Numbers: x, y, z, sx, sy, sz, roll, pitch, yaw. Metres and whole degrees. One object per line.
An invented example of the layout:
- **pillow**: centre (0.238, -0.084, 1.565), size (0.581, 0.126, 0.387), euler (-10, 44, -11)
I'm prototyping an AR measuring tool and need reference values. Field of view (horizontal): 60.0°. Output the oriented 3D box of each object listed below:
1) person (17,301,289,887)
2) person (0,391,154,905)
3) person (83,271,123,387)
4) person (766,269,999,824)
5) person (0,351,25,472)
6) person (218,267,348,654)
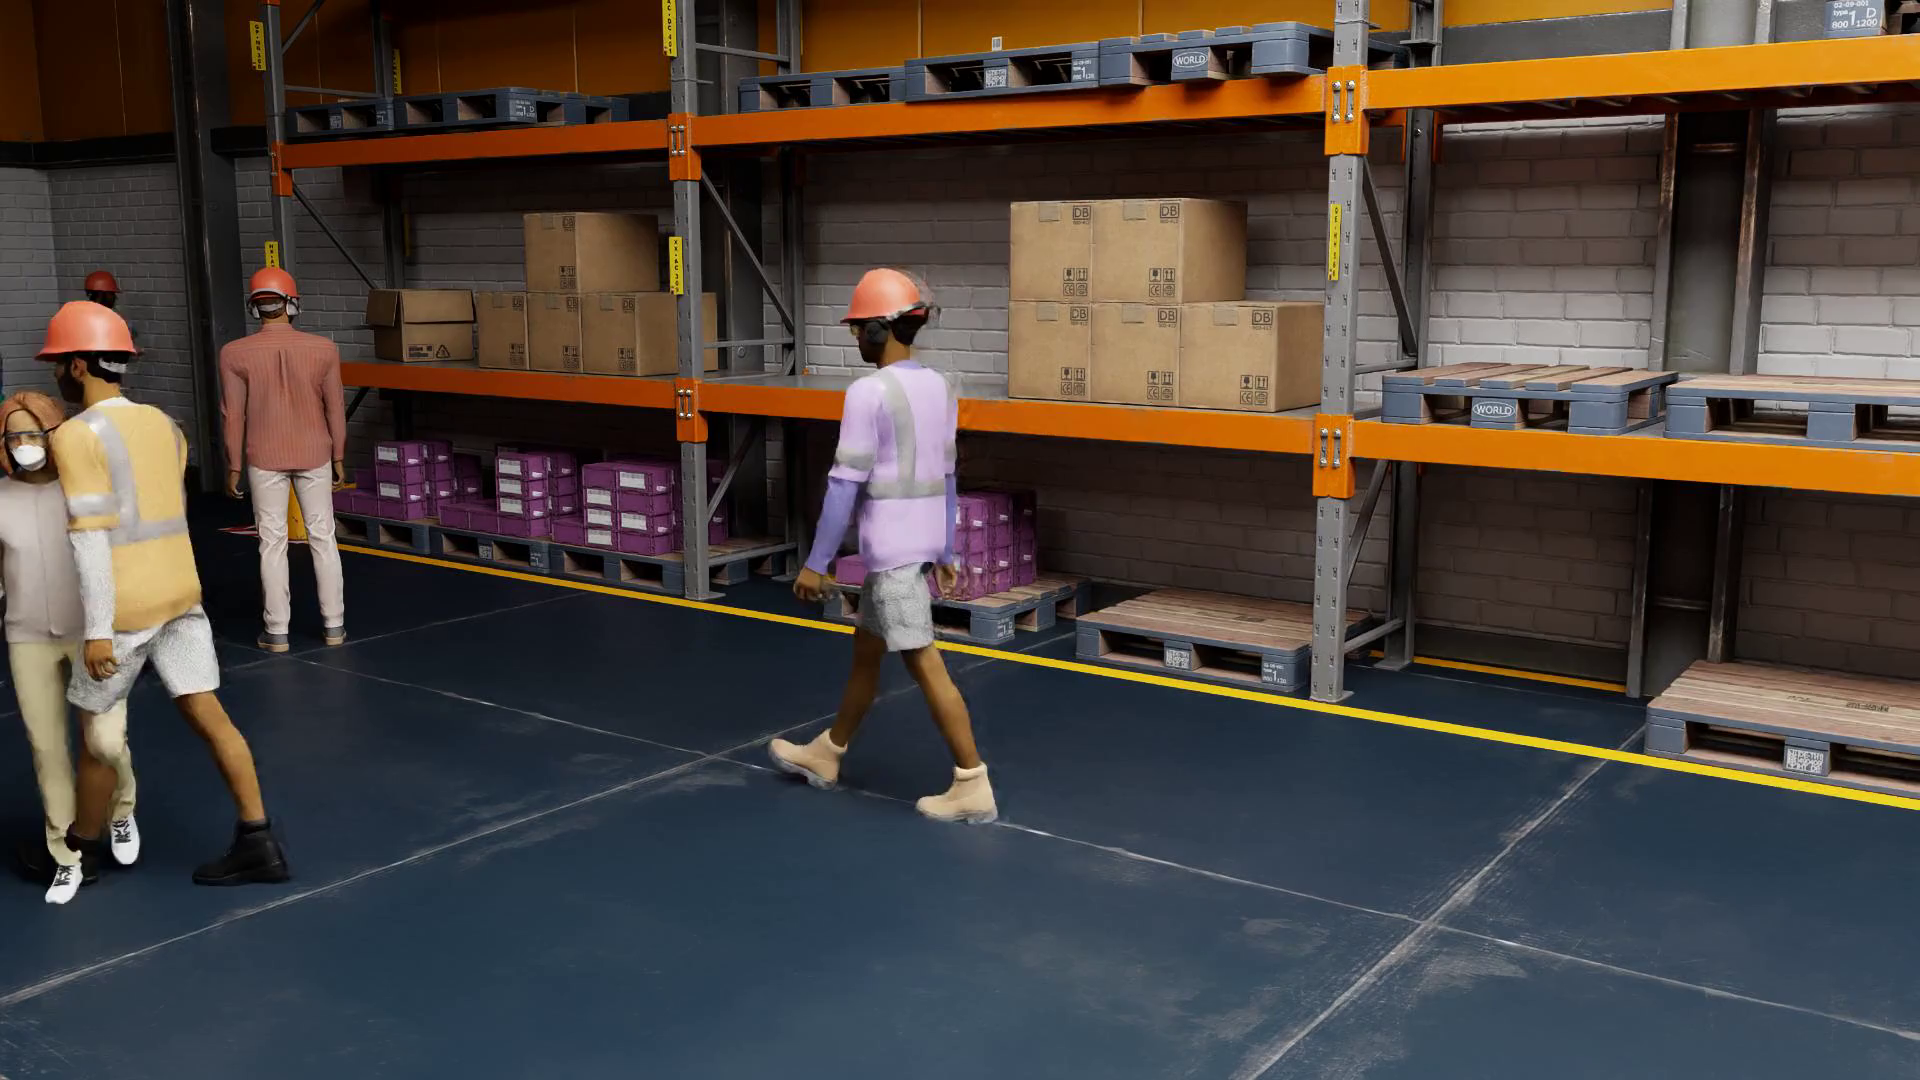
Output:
- **person**: centre (-2.644, 0.196, 5.311), size (0.942, 1.885, 0.582), euler (2, 10, 9)
- **person**: centre (-2.851, 0.336, 5.275), size (0.521, 1.620, 0.353), euler (-2, 10, -14)
- **person**: centre (-7.416, -1.362, 14.463), size (0.370, 1.933, 0.553), euler (-8, 12, -39)
- **person**: centre (-0.286, 0.024, 6.055), size (1.038, 1.989, 0.635), euler (4, 10, 24)
- **person**: centre (-8.433, -1.261, 14.243), size (0.573, 1.811, 0.908), euler (7, 12, 37)
- **person**: centre (-3.506, -0.414, 8.659), size (0.610, 1.989, 0.392), euler (-6, 11, -30)
